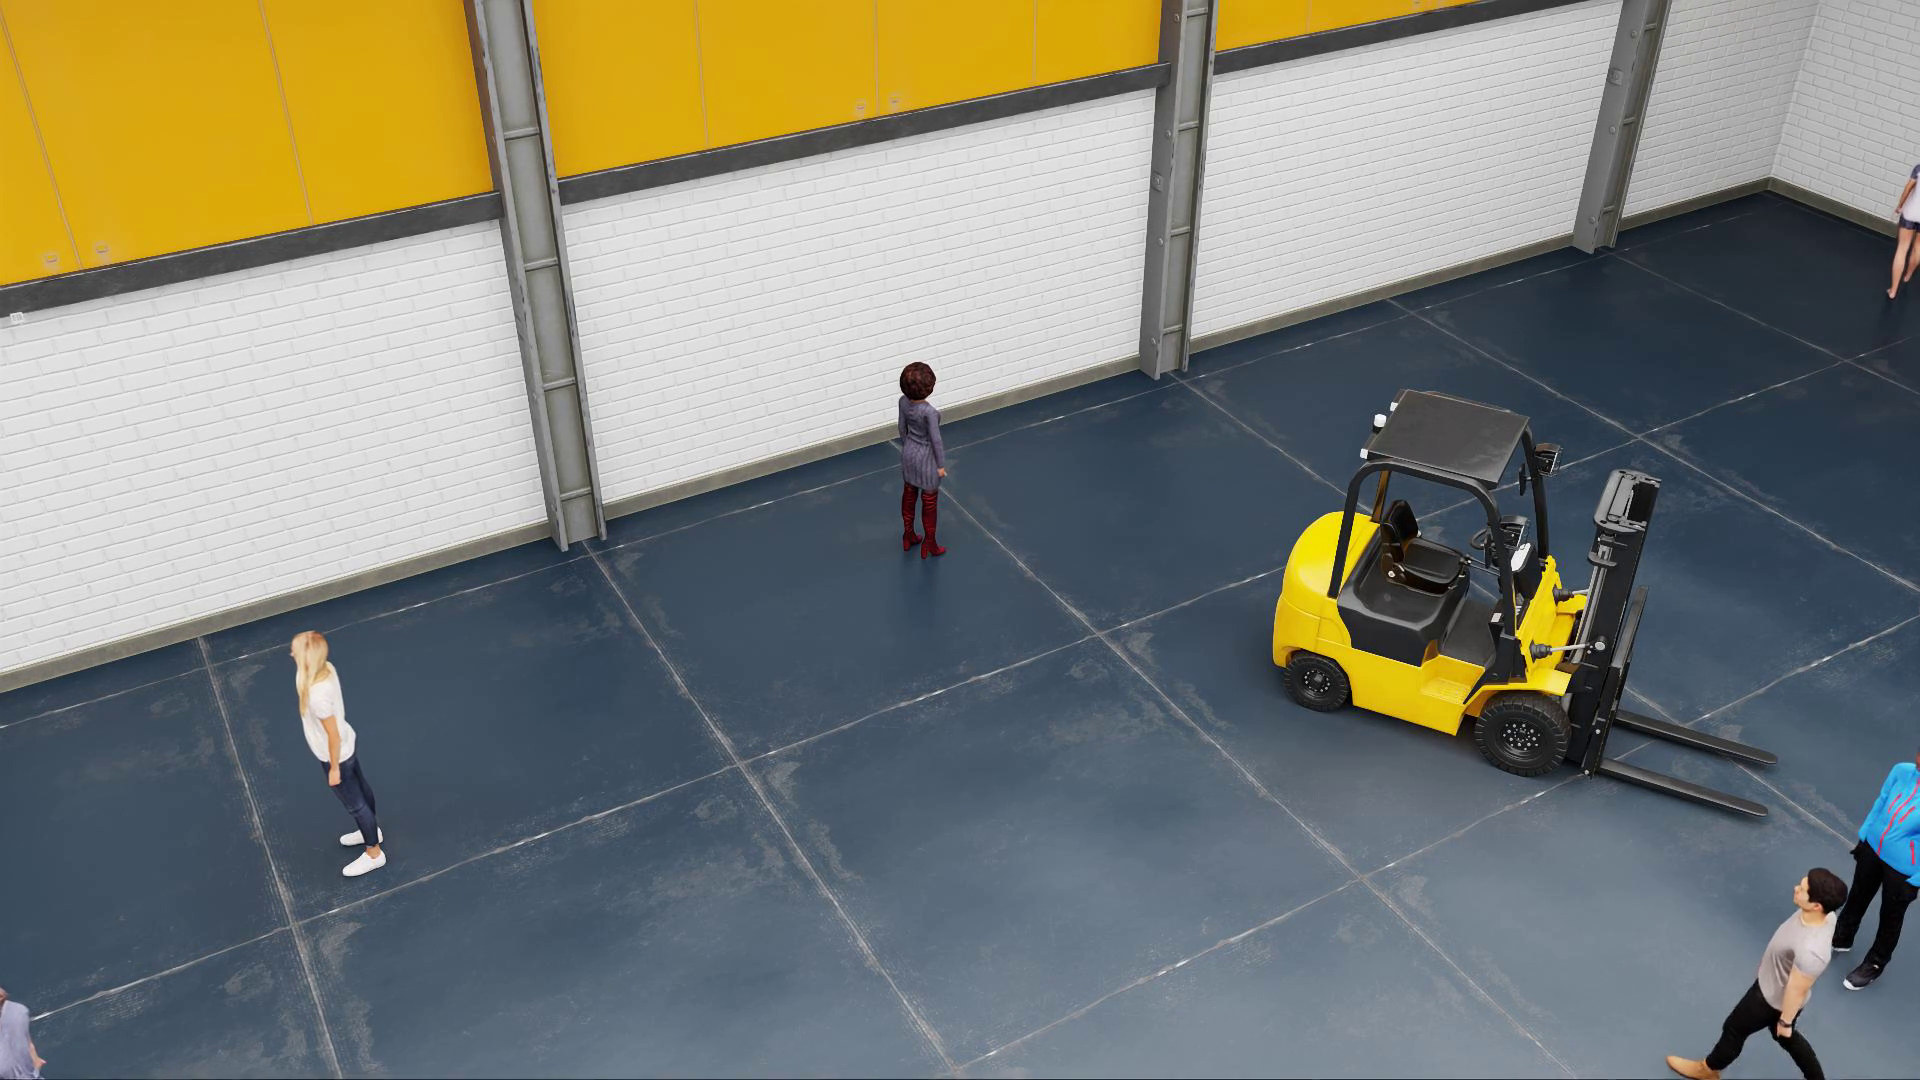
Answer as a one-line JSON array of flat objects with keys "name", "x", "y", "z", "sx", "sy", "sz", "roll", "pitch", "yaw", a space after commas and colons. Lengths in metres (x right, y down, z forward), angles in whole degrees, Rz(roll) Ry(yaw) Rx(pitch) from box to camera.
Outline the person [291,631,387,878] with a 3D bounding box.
[{"name": "person", "x": -3.842, "y": 1.300, "z": 10.290, "sx": 0.580, "sy": 1.809, "sz": 0.633, "roll": -10, "pitch": 35, "yaw": -14}]

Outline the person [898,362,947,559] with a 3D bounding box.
[{"name": "person", "x": -0.317, "y": -0.635, "z": 13.290, "sx": 0.636, "sy": 1.710, "sz": 0.610, "roll": 27, "pitch": 42, "yaw": 35}]

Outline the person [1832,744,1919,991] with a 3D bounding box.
[{"name": "person", "x": 5.376, "y": 1.810, "z": 9.536, "sx": 0.596, "sy": 1.794, "sz": 0.642, "roll": -11, "pitch": 35, "yaw": -17}]

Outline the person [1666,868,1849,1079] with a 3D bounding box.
[{"name": "person", "x": 4.406, "y": 2.401, "z": 8.739, "sx": 0.981, "sy": 1.691, "sz": 1.127, "roll": 22, "pitch": 39, "yaw": 29}]

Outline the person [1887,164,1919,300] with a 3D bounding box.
[{"name": "person", "x": 10.000, "y": -3.335, "z": 17.361, "sx": 0.928, "sy": 1.699, "sz": 1.044, "roll": 14, "pitch": 36, "yaw": 21}]
